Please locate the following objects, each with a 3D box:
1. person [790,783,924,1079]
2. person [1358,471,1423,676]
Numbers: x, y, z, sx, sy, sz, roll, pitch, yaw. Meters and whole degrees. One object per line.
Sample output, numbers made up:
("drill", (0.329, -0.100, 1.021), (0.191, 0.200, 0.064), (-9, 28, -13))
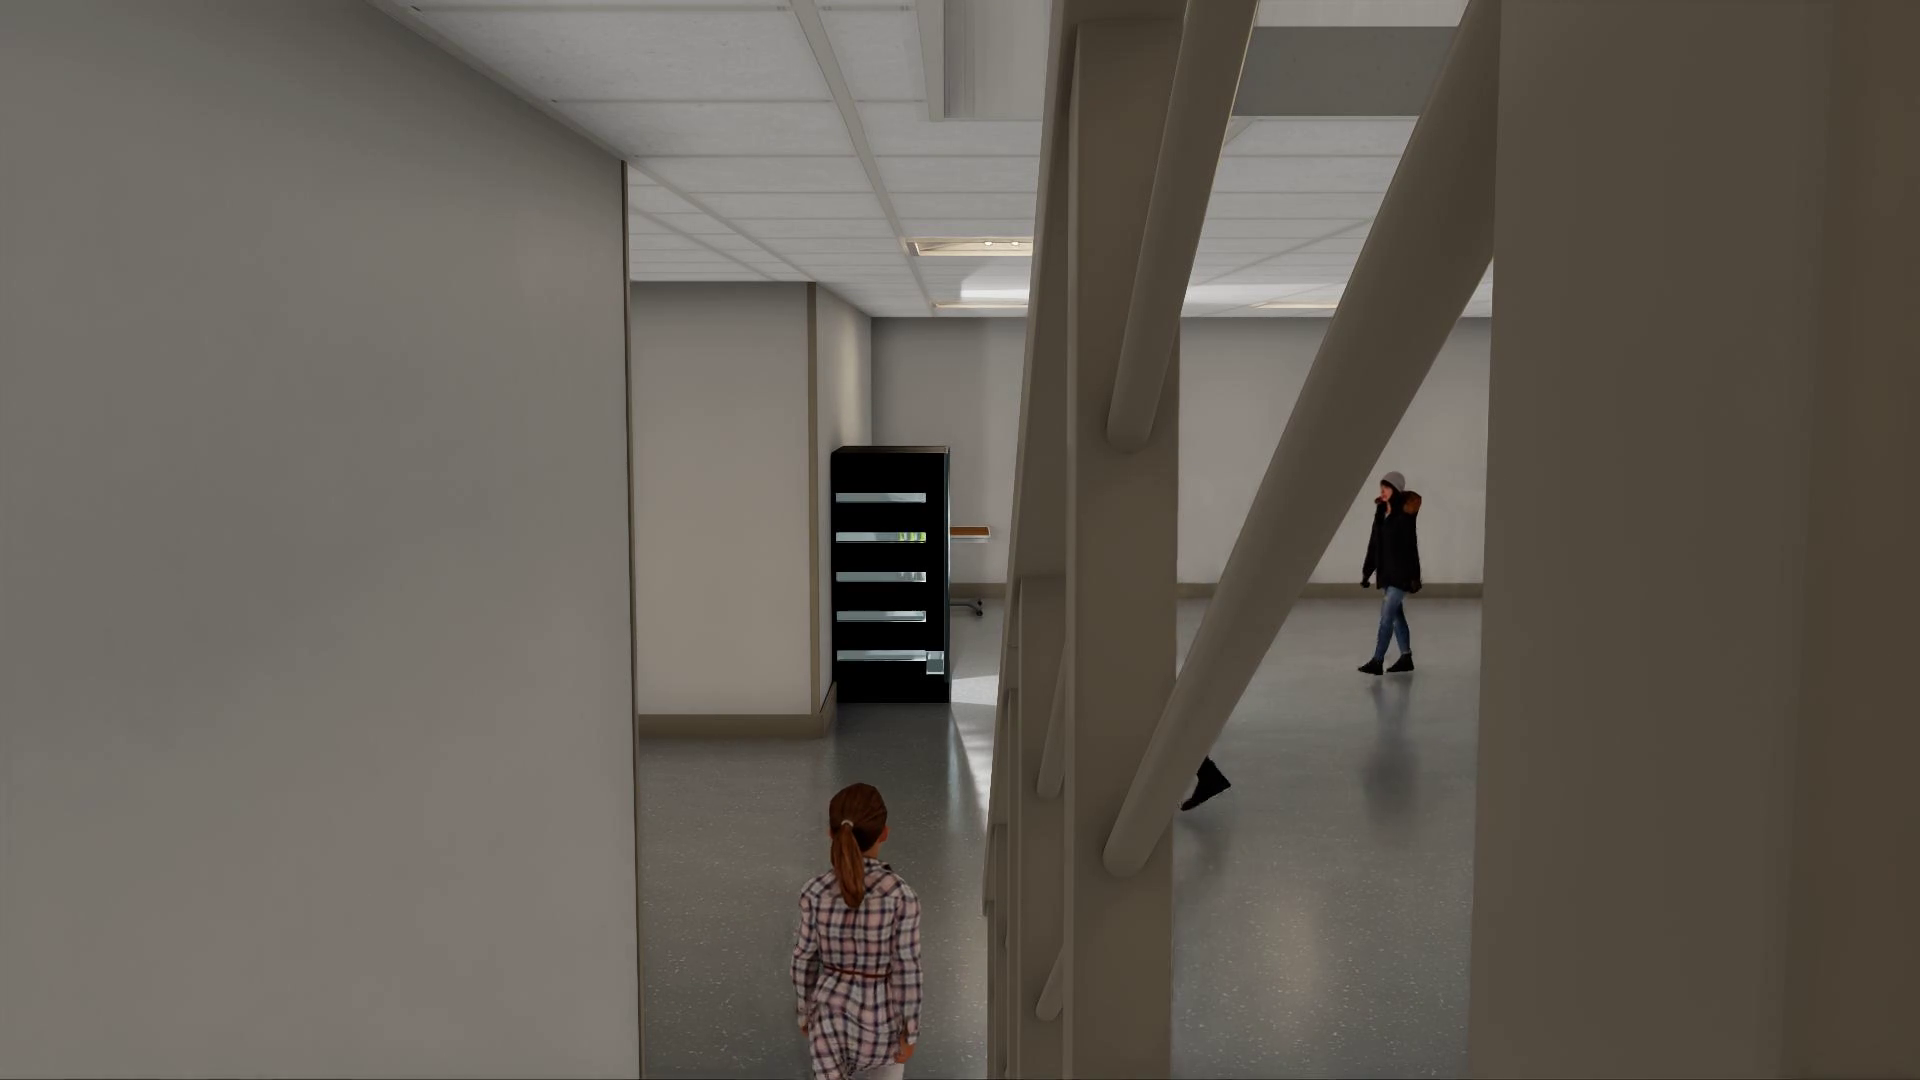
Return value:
("person", (-0.294, 1.324, 4.461), (0.672, 1.278, 0.996), (1, 6, 10))
("person", (3.518, 0.272, 13.243), (0.901, 1.614, 0.904), (-3, 6, -24))
